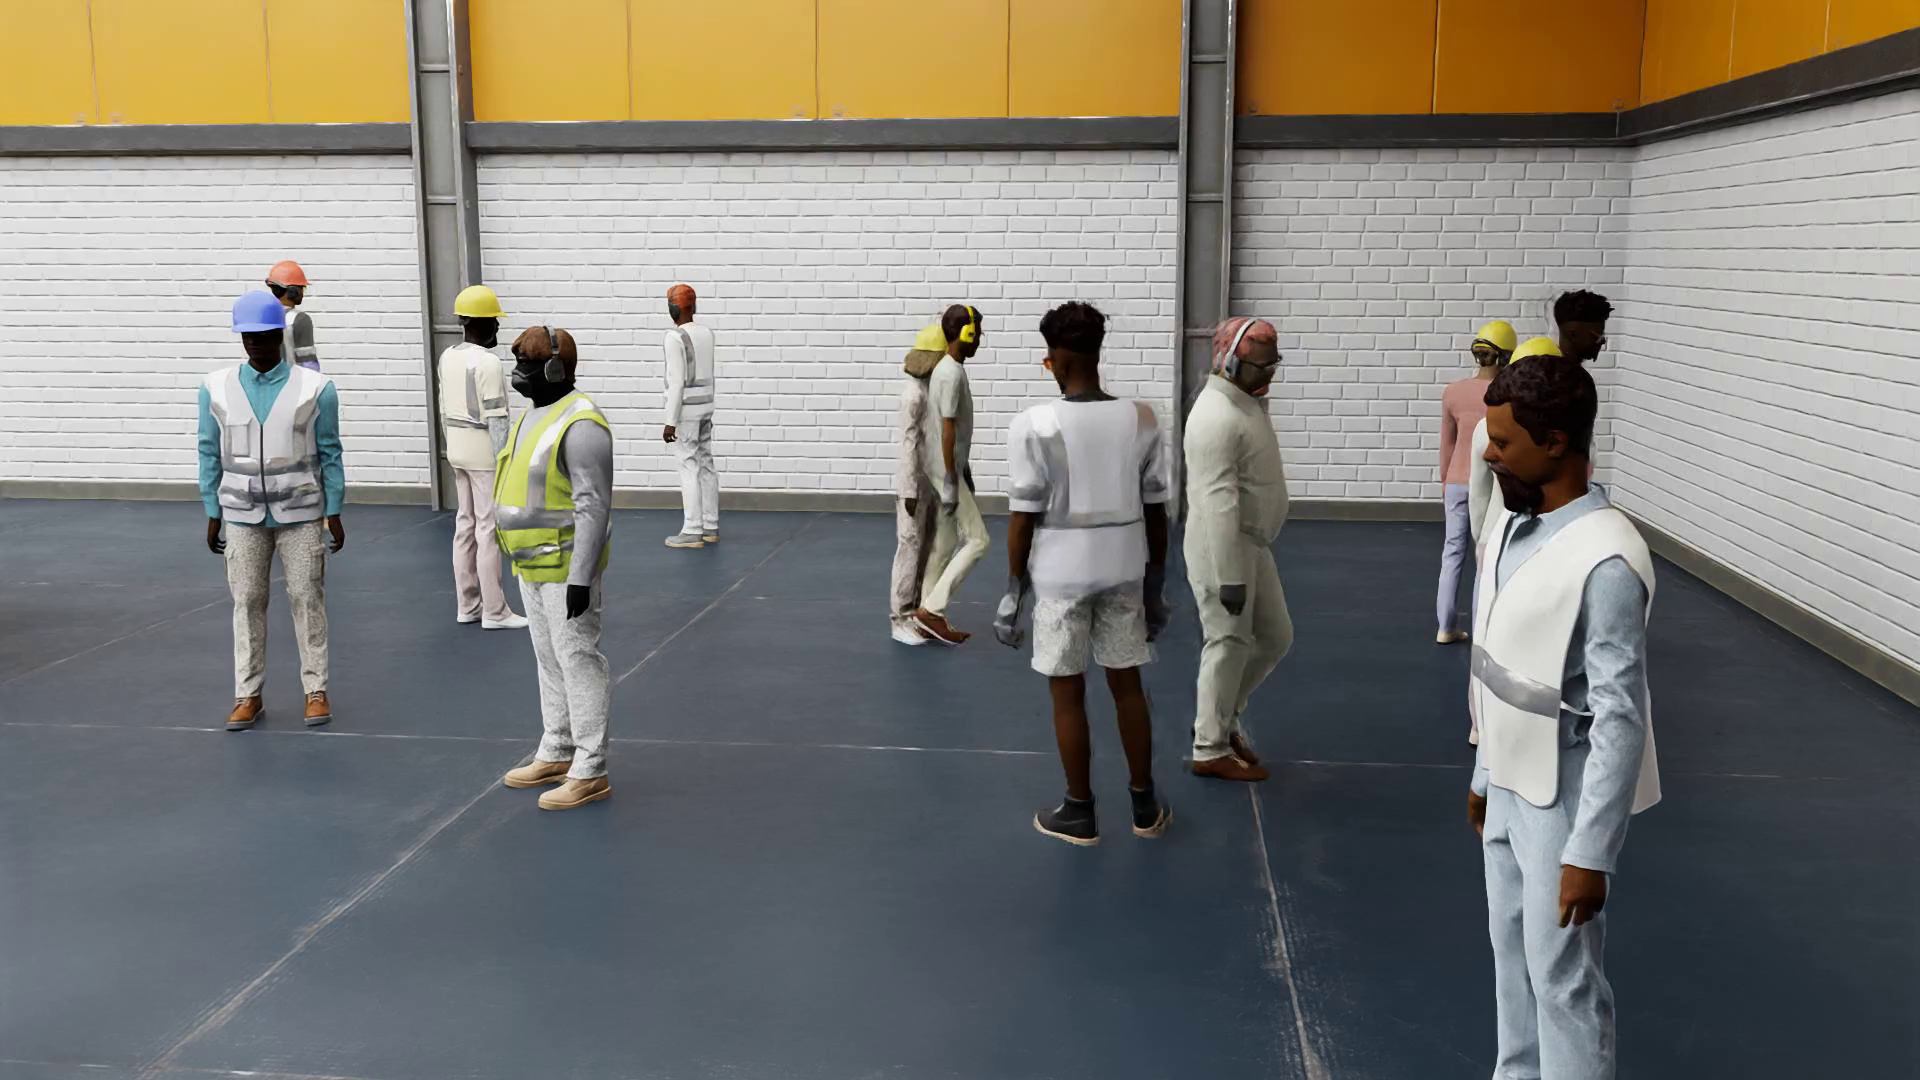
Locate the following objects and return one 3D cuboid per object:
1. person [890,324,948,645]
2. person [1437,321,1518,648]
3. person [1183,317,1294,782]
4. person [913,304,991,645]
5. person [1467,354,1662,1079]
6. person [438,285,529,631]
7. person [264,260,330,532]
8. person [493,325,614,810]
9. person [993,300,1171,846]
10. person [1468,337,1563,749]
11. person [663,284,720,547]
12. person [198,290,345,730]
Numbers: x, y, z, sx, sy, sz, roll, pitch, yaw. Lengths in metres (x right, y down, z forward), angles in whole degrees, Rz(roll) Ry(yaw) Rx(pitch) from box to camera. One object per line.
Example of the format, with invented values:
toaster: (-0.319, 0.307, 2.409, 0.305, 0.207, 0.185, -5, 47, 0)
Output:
person: (-0.186, -0.300, 9.033, 0.367, 1.732, 0.506, 3, 10, 15)
person: (2.779, -0.276, 8.814, 0.343, 1.755, 0.531, -8, 13, -38)
person: (1.106, 0.059, 6.562, 0.426, 1.869, 0.710, 3, 10, 18)
person: (-0.051, -0.341, 8.941, 0.442, 1.842, 0.564, -2, 10, -11)
person: (1.266, 0.561, 3.573, 0.399, 1.913, 0.590, 0, 10, -2)
person: (-2.682, -0.454, 9.335, 0.584, 1.928, 0.367, 9, 14, 43)
person: (-5.012, -1.070, 12.528, 0.605, 2.045, 0.380, 5, 11, 29)
person: (-1.560, 0.103, 6.393, 0.430, 1.845, 0.619, -7, 12, -34)
person: (0.468, 0.133, 5.961, 0.688, 1.949, 0.367, -4, 11, -20)
person: (2.365, 0.041, 6.965, 0.312, 1.768, 0.522, -7, 12, -36)
person: (-1.939, -0.887, 11.940, 0.339, 1.882, 0.581, 4, 11, 22)
person: (-3.055, -0.128, 7.408, 0.604, 1.949, 0.398, -2, 10, -11)
